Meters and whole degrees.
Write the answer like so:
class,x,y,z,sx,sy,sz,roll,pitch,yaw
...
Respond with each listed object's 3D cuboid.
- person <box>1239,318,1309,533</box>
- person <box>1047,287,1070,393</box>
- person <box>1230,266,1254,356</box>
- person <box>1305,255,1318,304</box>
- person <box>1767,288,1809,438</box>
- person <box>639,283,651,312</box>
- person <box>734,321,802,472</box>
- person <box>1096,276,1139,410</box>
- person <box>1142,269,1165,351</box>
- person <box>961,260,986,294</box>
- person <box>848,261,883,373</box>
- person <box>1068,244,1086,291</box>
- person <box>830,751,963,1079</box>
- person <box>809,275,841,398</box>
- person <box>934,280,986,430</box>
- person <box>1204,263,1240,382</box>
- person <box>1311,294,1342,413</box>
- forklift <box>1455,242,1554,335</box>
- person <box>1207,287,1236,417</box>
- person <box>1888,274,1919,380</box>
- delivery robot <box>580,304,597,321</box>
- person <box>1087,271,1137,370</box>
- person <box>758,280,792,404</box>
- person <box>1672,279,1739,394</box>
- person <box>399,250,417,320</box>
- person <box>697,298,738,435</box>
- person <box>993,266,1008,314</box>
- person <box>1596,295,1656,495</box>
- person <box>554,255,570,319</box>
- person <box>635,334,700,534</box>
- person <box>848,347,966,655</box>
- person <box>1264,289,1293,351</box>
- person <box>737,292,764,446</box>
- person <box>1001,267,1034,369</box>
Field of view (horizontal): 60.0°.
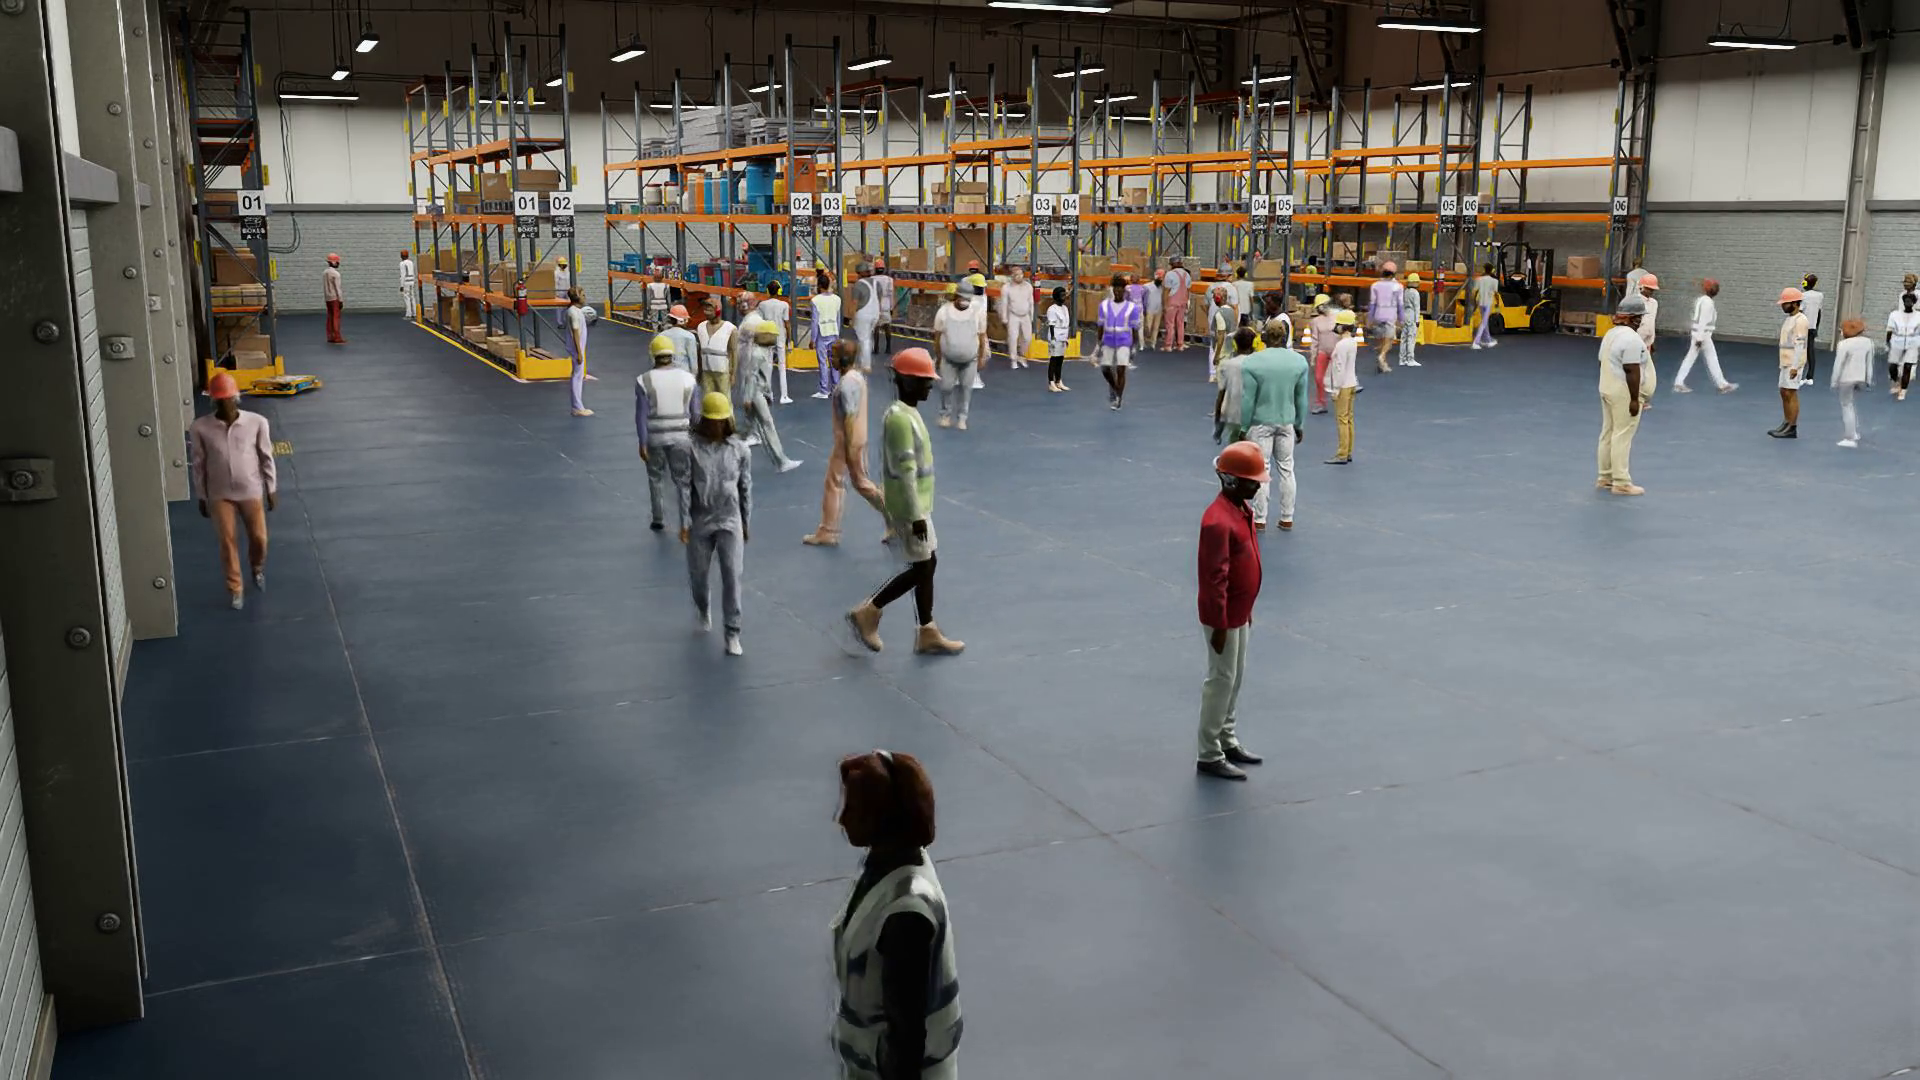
class,x,y,z,sx,sy,sz,roll,pitch,yaw
person,2.815,-1.027,15.010,0.630,1.938,0.366,-2,11,-9
person,1.591,-3.233,26.840,0.318,1.697,0.535,6,13,30
person,5.439,-4.417,32.476,0.531,1.833,0.897,-1,11,-3
person,9.811,-7.082,46.400,0.318,1.697,0.533,-3,11,-14
person,10.654,-2.272,21.393,0.388,1.923,0.547,2,11,8
person,-8.774,-7.095,46.467,0.605,1.699,0.544,2,11,12
person,-2.232,-1.580,18.449,0.924,1.687,0.516,0,11,1
person,2.311,-2.892,24.445,0.639,1.954,0.501,4,12,18
person,4.084,-4.798,34.728,0.583,1.717,0.392,-1,11,-5
person,0.276,-4.693,33.669,0.540,1.930,0.387,4,12,18
person,-1.827,-4.071,30.222,0.790,2.000,0.704,9,15,40
person,3.249,-7.170,46.014,0.609,2.022,0.617,-5,12,-23
person,-0.152,1.292,4.006,0.314,1.632,0.553,-1,11,-7
person,-2.098,-3.173,25.965,0.392,1.920,0.587,10,15,41
person,0.007,-2.457,22.018,0.689,2.000,0.578,0,11,0
person,4.500,-3.678,28.222,0.538,2.000,0.684,-9,14,-38
person,5.311,-2.649,23.799,0.569,1.729,0.414,9,14,39
forklift,13.047,-6.049,39.881,2.313,2.155,1.214,-5,12,-23
person,3.731,-2.662,23.579,0.395,1.837,0.564,5,12,23
person,16.414,-3.687,28.803,0.351,1.837,0.502,-3,11,-14
delivery robot,-9.524,-5.793,42.520,0.477,0.478,0.707,-5,12,-22
person,2.807,-4.032,30.605,0.861,1.823,0.522,4,12,18
person,-2.797,-2.999,25.209,0.518,1.872,0.326,2,11,11
person,11.955,-3.252,26.596,1.000,1.824,0.597,3,11,13
person,-14.974,-6.910,45.050,0.337,1.881,0.584,3,11,14
person,-2.973,-2.043,20.429,0.563,1.839,0.392,6,12,27
person,0.904,-5.891,40.589,0.538,1.586,0.848,-6,13,-29
person,6.887,-1.502,17.165,0.536,2.000,0.675,0,11,-1
person,-10.862,-6.861,45.181,0.569,1.737,0.474,-5,12,-24
person,-2.586,-0.922,14.827,0.593,1.808,0.727,-6,13,-28
person,-0.337,-0.226,10.716,0.699,2.023,0.637,1,11,5
person,4.056,-2.238,21.256,0.390,1.911,0.584,-2,11,-9
person,-2.626,-2.126,20.682,0.403,1.904,0.652,-1,11,-4
person,1.089,-4.093,30.714,0.679,1.888,0.501,-4,12,-20
